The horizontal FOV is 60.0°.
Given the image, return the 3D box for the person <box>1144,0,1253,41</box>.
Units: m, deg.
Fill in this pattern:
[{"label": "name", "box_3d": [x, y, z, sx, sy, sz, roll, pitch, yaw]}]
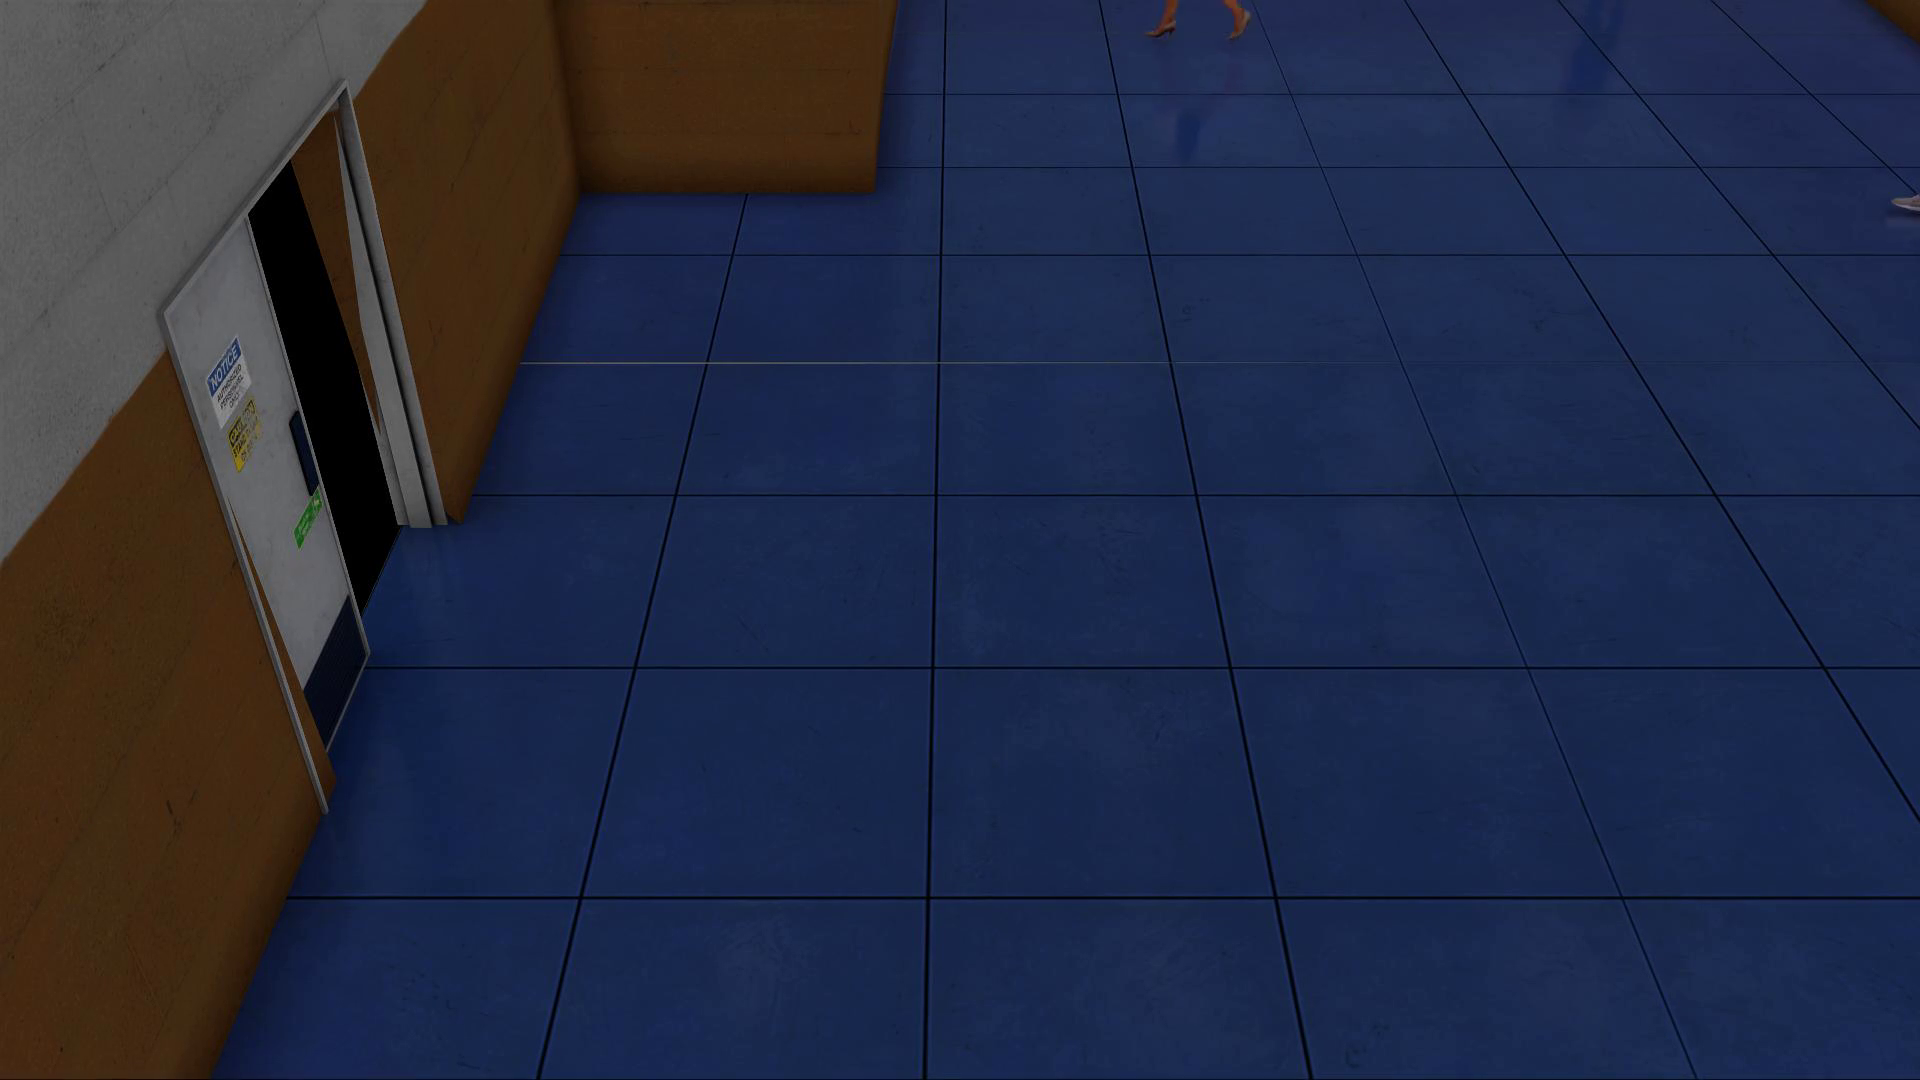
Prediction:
[{"label": "person", "box_3d": [1.988, -4.752, 13.113, 1.079, 1.715, 0.633, 1, 37, 1]}]
